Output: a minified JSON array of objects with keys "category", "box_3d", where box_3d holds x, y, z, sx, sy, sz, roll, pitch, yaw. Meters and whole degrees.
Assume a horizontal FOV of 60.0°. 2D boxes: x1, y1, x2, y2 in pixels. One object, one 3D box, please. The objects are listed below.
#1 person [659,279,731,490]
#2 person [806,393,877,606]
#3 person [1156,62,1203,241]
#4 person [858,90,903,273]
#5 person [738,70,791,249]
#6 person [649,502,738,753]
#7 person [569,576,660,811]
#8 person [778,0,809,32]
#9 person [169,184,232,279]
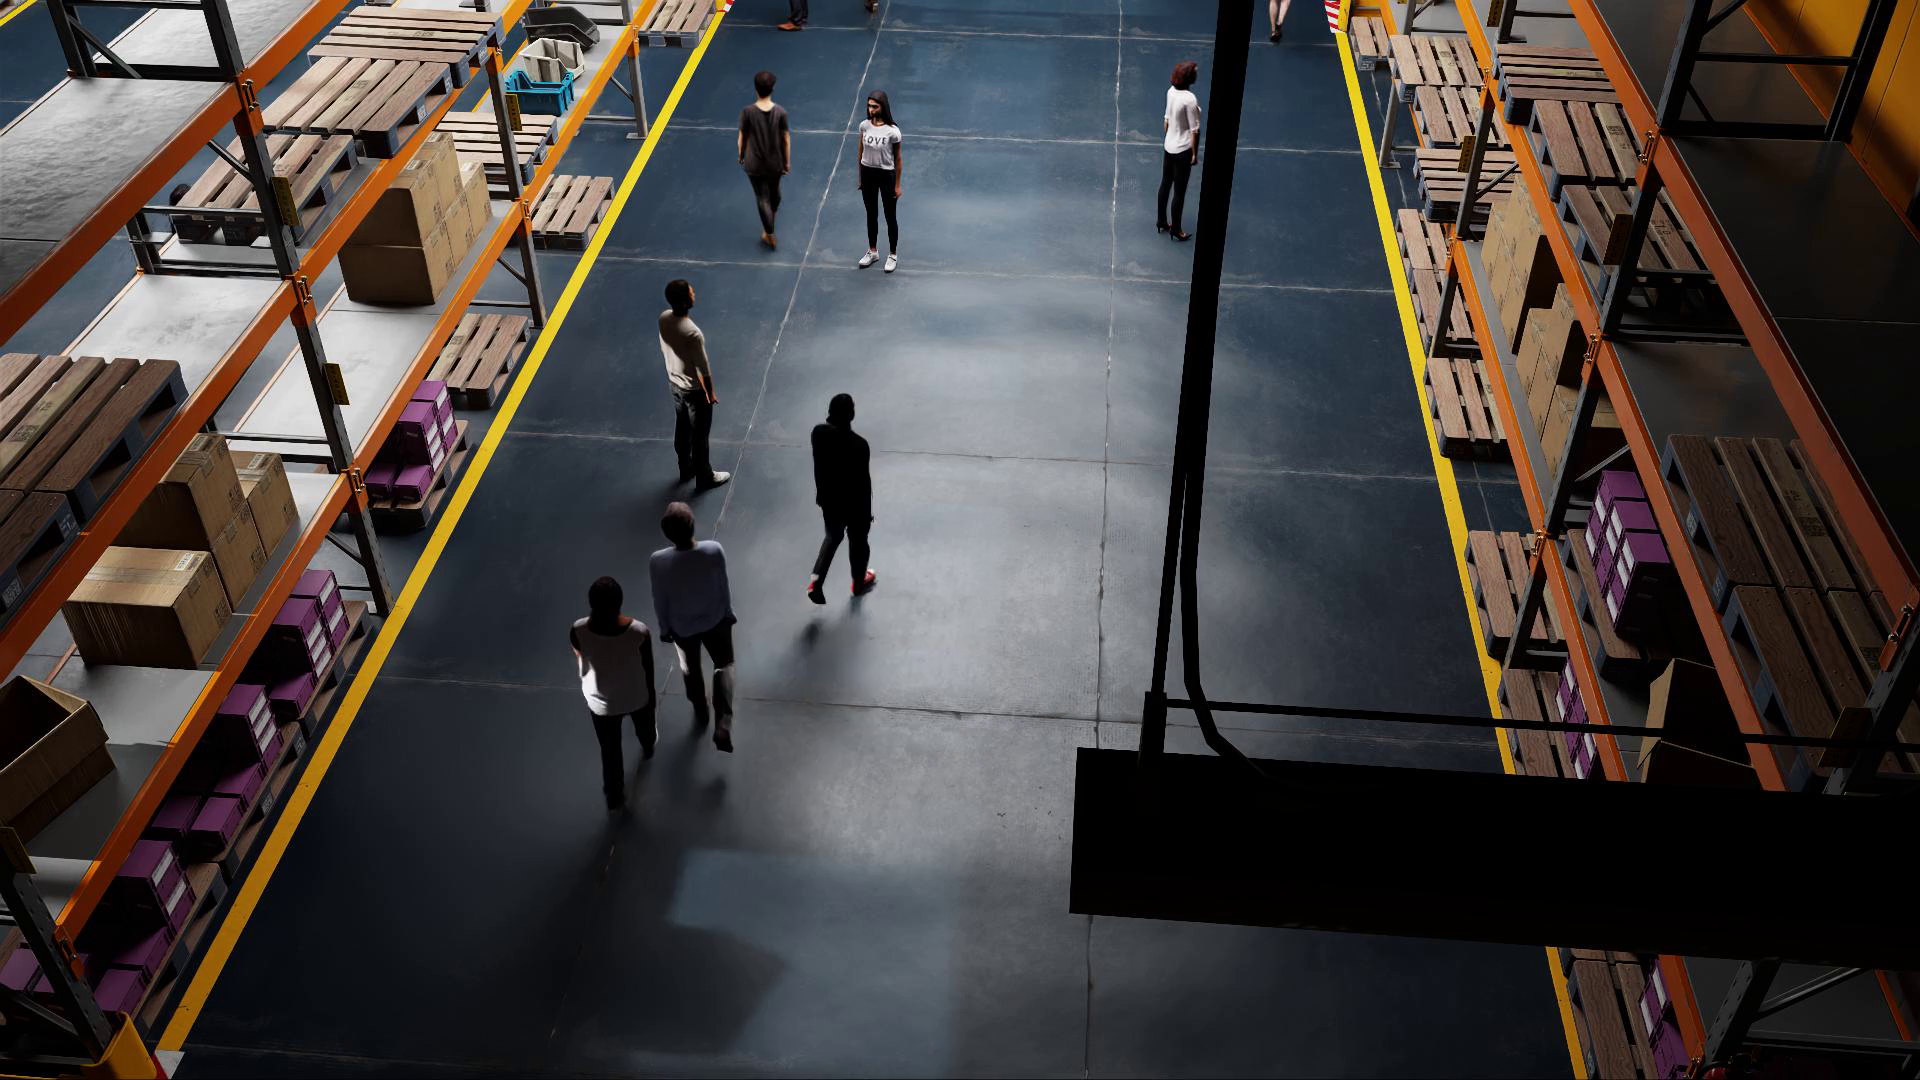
[{"category":"person","box_3d":[-2.106,-1.211,12.891,0.735,1.811,0.766,31,48,33]},{"category":"person","box_3d":[-0.858,-0.240,11.726,0.856,1.748,1.028,20,43,23]},{"category":"person","box_3d":[2.110,-3.768,16.105,0.750,1.794,0.650,-20,43,-23]},{"category":"person","box_3d":[-0.748,-3.377,15.633,0.652,1.774,0.618,15,41,18]},{"category":"person","box_3d":[-1.860,-3.617,16.012,0.863,1.675,1.076,-11,40,-14]},{"category":"person","box_3d":[-1.654,0.584,10.591,0.819,1.875,1.102,-6,39,-7]},{"category":"person","box_3d":[-2.138,0.939,10.321,0.745,1.657,1.100,-2,39,-2]},{"category":"person","box_3d":[-2.064,-7.170,20.363,0.796,1.798,0.579,11,40,13]},{"category":"person","box_3d":[-6.491,-2.275,14.396,0.634,1.595,1.046,-1,39,-1]}]
